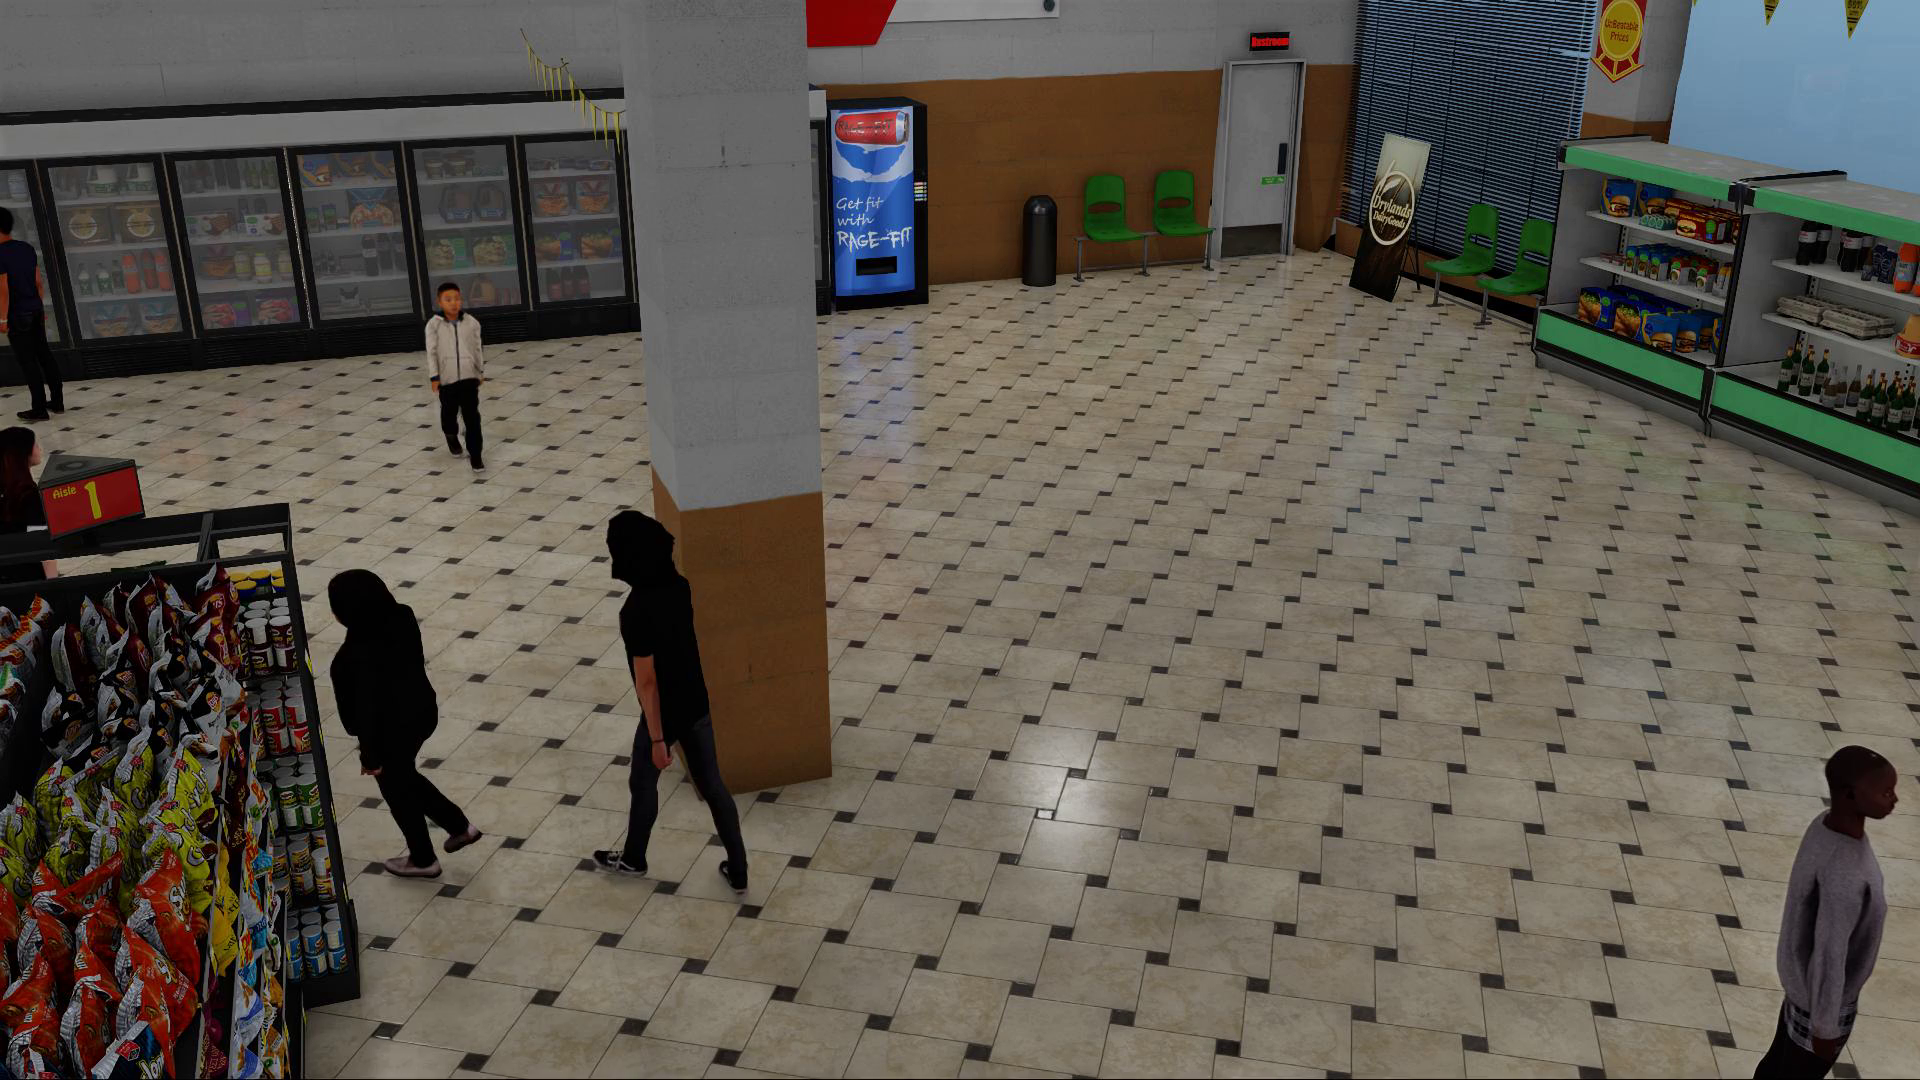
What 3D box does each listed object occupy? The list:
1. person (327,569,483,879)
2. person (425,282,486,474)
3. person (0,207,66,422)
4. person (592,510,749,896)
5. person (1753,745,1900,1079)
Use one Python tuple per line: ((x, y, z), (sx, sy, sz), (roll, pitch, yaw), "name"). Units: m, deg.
((-2.418, 0.853, 7.348), (0.891, 1.581, 0.829), (4, 22, 11), "person")
((-3.911, -1.275, 12.840), (0.656, 1.435, 0.988), (-11, 24, -25), "person")
((-7.826, -1.893, 13.900), (0.780, 1.792, 0.658), (5, 22, 12), "person")
((-1.207, 0.768, 7.296), (1.119, 1.778, 1.042), (12, 25, 27), "person")
((2.842, 1.475, 5.544), (0.752, 1.772, 0.685), (9, 24, 22), "person")
